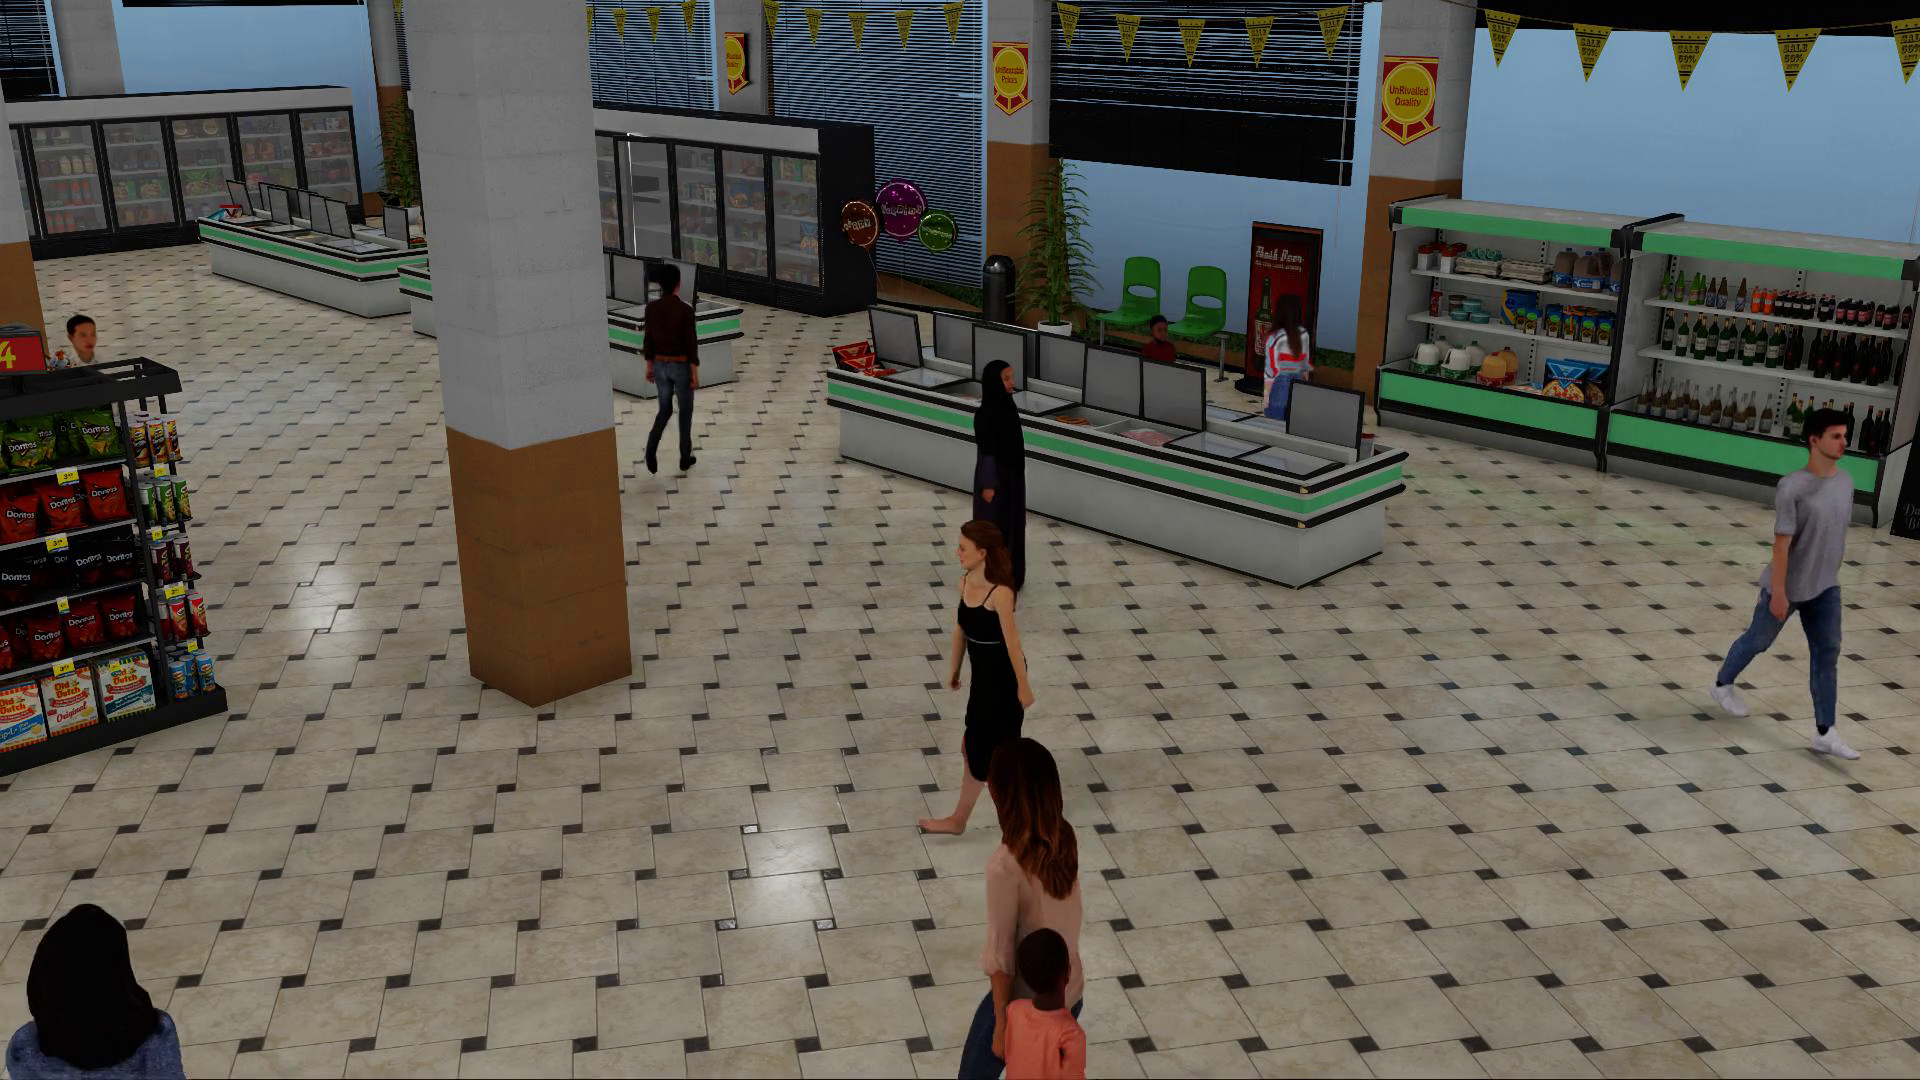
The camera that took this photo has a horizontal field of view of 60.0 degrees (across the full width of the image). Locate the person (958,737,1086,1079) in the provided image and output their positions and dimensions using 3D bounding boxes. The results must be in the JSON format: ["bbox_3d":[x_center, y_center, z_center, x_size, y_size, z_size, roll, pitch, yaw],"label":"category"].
[{"bbox_3d":[0.299,1.509,5.302,0.857,1.766,0.629,16,25,40],"label":"person"}]

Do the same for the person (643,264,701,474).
[{"bbox_3d":[-2.433,-1.387,13.900,1.045,1.760,1.011,5,19,15],"label":"person"}]

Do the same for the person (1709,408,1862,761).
[{"bbox_3d":[4.495,0.207,9.044,1.054,1.843,1.323,-6,20,-18],"label":"person"}]

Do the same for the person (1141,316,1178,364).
[{"bbox_3d":[1.706,-1.362,14.631,0.629,1.245,0.729,-7,20,-20],"label":"person"}]

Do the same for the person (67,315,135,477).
[{"bbox_3d":[-6.187,-0.719,11.861,0.674,1.797,0.604,-17,25,-41],"label":"person"}]

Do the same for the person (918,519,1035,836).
[{"bbox_3d":[0.262,0.670,8.067,0.869,1.589,1.002,-11,21,-29],"label":"person"}]

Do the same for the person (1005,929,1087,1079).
[{"bbox_3d":[0.215,1.853,5.059,0.590,1.271,0.803,-14,23,-36],"label":"person"}]

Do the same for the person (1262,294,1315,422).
[{"bbox_3d":[2.711,-1.180,13.547,0.737,1.594,0.883,-12,22,-33],"label":"person"}]

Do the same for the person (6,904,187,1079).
[{"bbox_3d":[-2.223,1.814,4.404,0.837,1.763,0.956,-4,19,-12],"label":"person"}]

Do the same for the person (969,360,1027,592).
[{"bbox_3d":[0.259,-0.431,11.294,0.661,1.614,0.665,11,21,29],"label":"person"}]
